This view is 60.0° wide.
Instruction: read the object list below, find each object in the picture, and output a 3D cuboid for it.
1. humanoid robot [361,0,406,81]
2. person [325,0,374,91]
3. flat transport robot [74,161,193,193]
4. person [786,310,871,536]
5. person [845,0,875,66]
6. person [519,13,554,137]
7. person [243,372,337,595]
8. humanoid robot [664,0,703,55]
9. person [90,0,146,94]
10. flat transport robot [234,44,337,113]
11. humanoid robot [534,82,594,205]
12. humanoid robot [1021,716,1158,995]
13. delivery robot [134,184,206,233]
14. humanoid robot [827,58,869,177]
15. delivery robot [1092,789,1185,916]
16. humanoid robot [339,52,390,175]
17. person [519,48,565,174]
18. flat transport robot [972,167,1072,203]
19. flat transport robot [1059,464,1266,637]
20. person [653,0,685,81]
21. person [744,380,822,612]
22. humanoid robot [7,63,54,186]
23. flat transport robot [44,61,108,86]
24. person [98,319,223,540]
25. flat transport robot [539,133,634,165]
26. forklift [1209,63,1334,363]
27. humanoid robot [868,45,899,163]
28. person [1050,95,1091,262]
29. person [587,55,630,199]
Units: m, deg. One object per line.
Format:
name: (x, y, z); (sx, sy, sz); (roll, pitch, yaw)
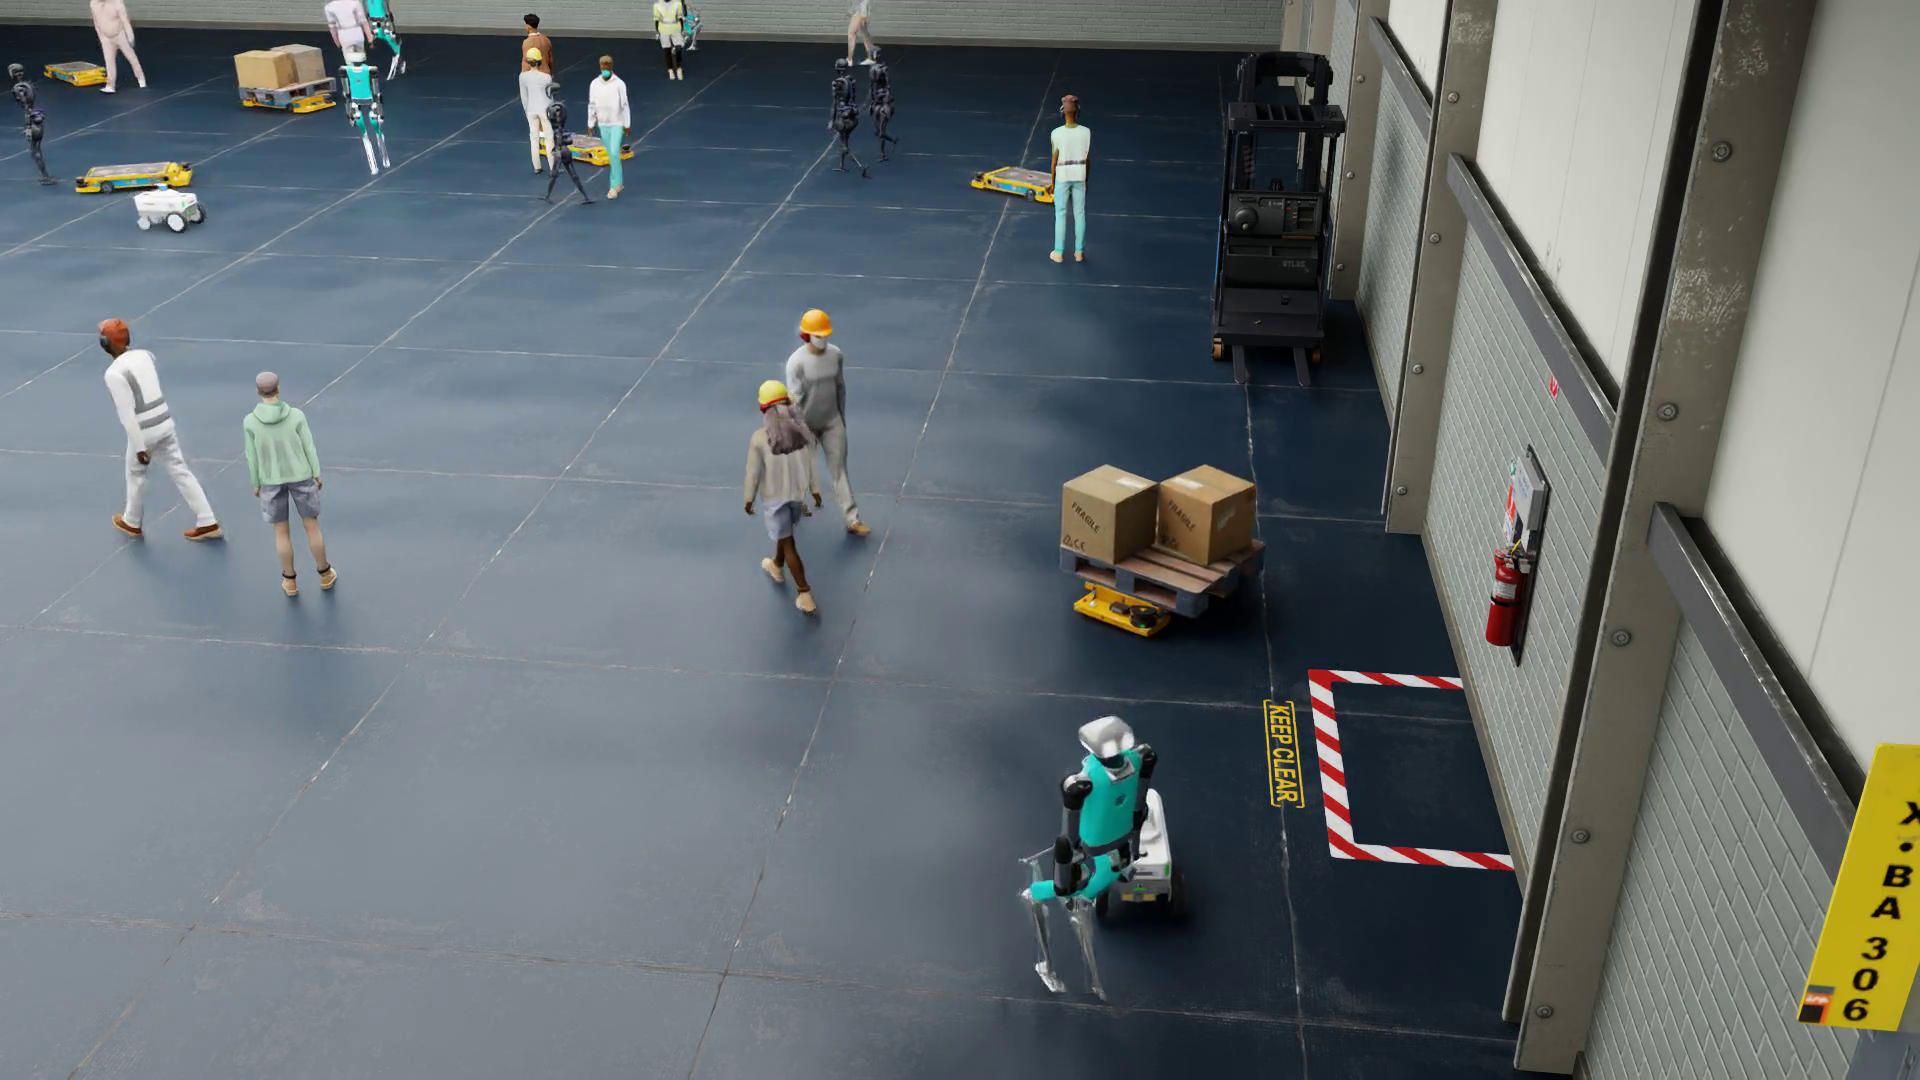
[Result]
humanoid robot: (-10.237, -9.209, 29.901); (0.553, 1.760, 0.971); (6, 27, 13)
person: (-10.276, -8.436, 28.061); (0.635, 1.994, 0.865); (-15, 30, -27)
flat transport robot: (-11.550, -5.073, 23.265); (1.431, 0.231, 0.659); (-8, 28, -16)
person: (-1.115, -0.951, 13.280); (0.565, 1.842, 0.980); (-15, 30, -27)
person: (-1.966, -9.718, 30.785); (0.849, 1.847, 0.517); (-3, 27, -5)
person: (-6.503, -7.180, 25.701); (0.396, 1.855, 0.778); (11, 28, 20)
person: (-4.980, -0.411, 12.316); (0.481, 1.737, 0.320); (-10, 28, -19)
humanoid robot: (-5.199, -10.068, 31.607); (0.966, 1.749, 0.574); (-13, 29, -24)
person: (-14.603, -8.681, 28.730); (0.718, 1.835, 1.028); (2, 27, 4)
flat transport robot: (-11.227, -7.342, 27.795); (1.431, 0.231, 0.659); (12, 29, 23)
humanoid robot: (-5.330, -5.241, 22.074); (0.775, 1.629, 0.586); (-9, 28, -17)
humanoid robot: (0.562, 1.580, 8.382); (0.554, 1.805, 0.816); (-17, 31, -31)
delivery robot: (-10.163, -4.267, 21.330); (0.785, 0.587, 0.499); (4, 27, 8)
humanoid robot: (-1.581, -5.973, 23.564); (0.745, 1.656, 0.600); (15, 30, 28)
delivery robot: (0.987, 1.742, 9.345); (0.499, 0.596, 0.775); (0, 27, 1)
humanoid robot: (-8.415, -6.061, 23.699); (0.553, 1.845, 0.894); (-3, 27, -7)
person: (-5.947, -6.069, 23.580); (0.524, 1.770, 0.303); (6, 27, 12)
flat transport robot: (0.916, -4.907, 22.934); (1.431, 0.231, 0.659); (21, 33, 35)
flat transport robot: (1.537, 0.297, 12.545); (0.659, 0.231, 1.431); (20, 33, 34)
person: (-5.158, -9.006, 29.538); (0.545, 1.670, 0.598); (-5, 27, -9)
person: (-1.290, -0.345, 12.221); (0.557, 1.708, 0.938); (-17, 31, -30)
humanoid robot: (-12.873, -5.761, 23.069); (0.312, 1.651, 0.609); (-11, 29, -21)
flat transport robot: (-15.829, -8.379, 29.865); (1.431, 0.231, 0.659); (21, 34, 36)
person: (-6.410, -0.847, 13.072); (0.980, 1.834, 0.605); (5, 27, 11)
flat transport robot: (-5.601, -5.816, 24.750); (1.431, 0.231, 0.659); (17, 31, 31)
forklift: (3.241, -3.477, 17.183); (1.129, 2.768, 1.873); (3, 27, 6)
humanoid robot: (-1.097, -6.392, 24.336); (0.527, 1.643, 0.608); (-19, 32, -33)
person: (1.306, -4.283, 19.784); (0.486, 1.980, 0.404); (-4, 27, -8)
person: (-4.767, -5.573, 22.464); (0.519, 1.875, 0.846); (7, 28, 14)
